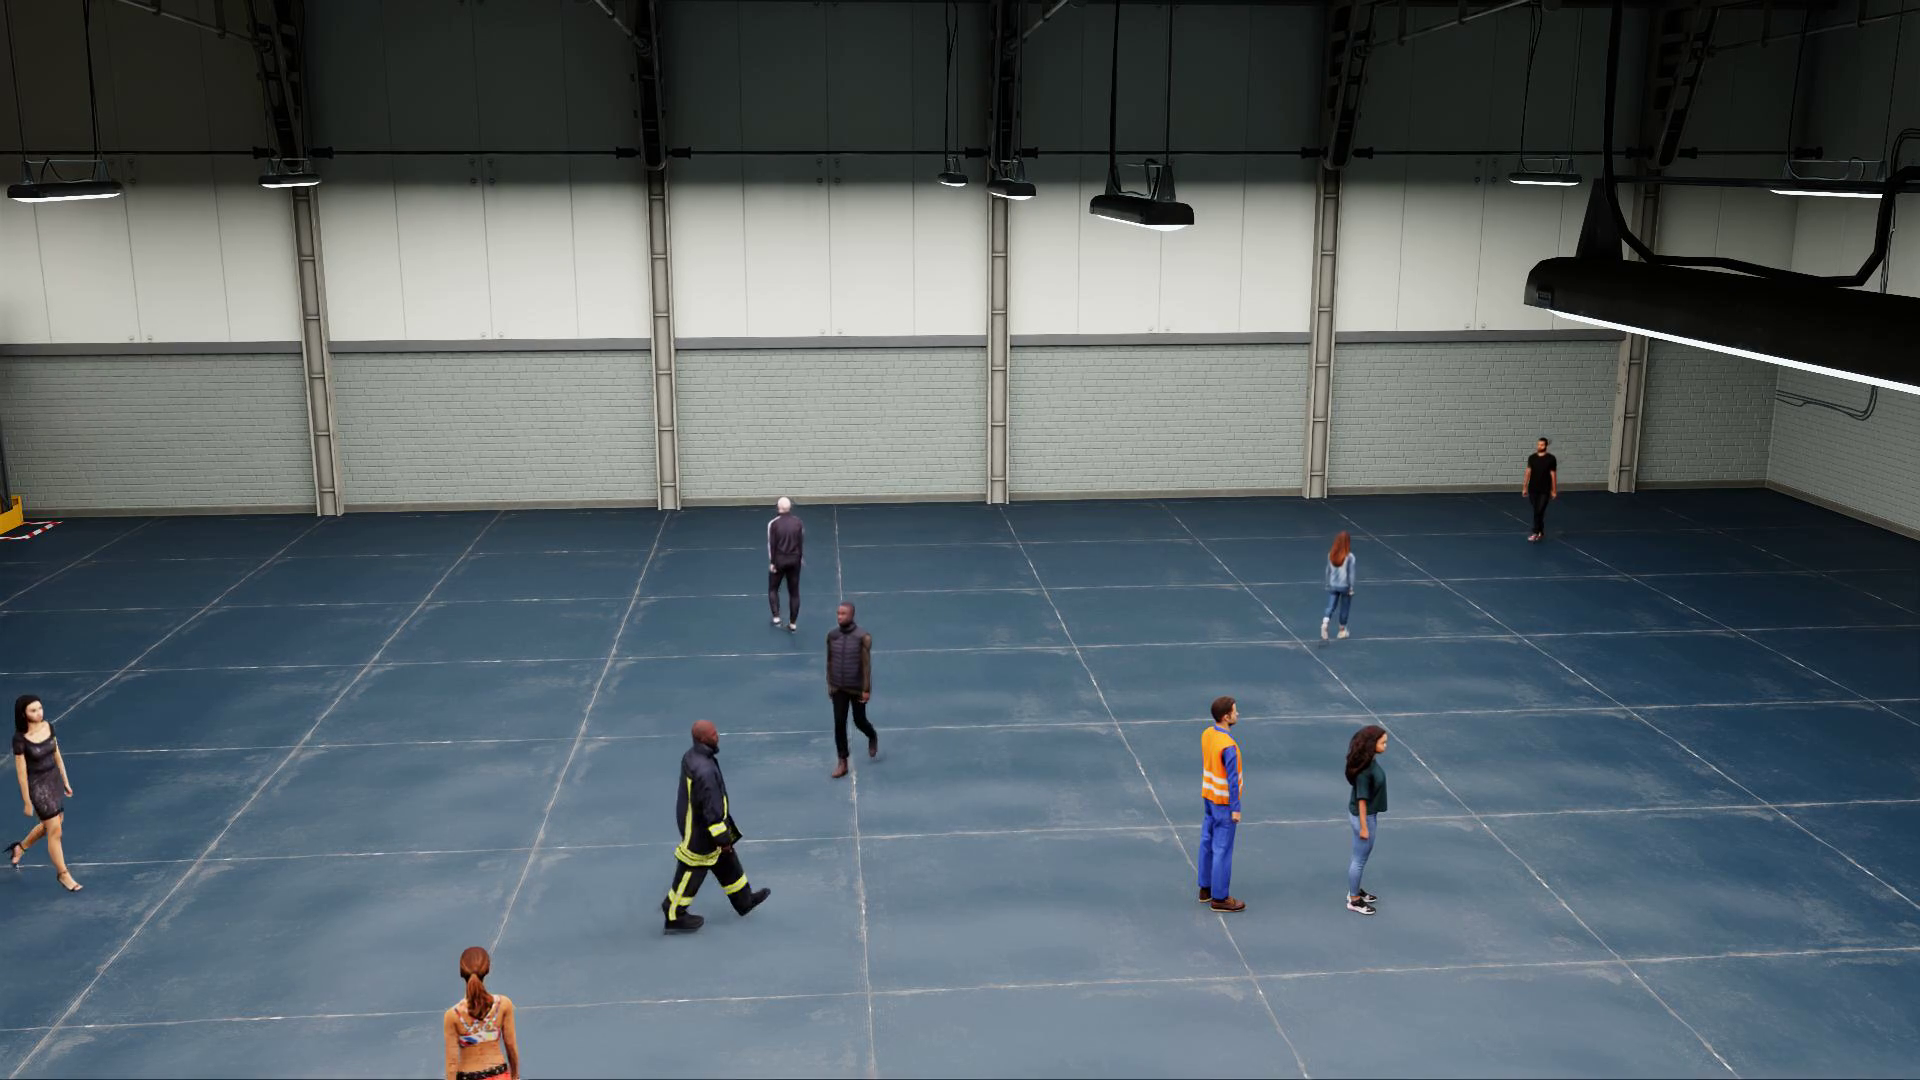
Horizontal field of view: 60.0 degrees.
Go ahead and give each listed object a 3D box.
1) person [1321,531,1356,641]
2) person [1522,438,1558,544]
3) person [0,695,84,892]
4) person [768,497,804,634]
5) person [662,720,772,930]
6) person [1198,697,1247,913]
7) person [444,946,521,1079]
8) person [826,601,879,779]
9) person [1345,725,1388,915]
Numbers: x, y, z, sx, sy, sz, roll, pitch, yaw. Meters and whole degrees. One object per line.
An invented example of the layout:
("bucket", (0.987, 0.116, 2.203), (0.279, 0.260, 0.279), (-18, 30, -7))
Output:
("person", (4.951, 0.627, 21.808), (0.887, 1.461, 0.933), (10, 16, 37))
("person", (9.619, -0.825, 27.473), (1.013, 1.733, 1.105), (13, 18, 43))
("person", (-7.988, 2.188, 14.387), (1.059, 1.766, 0.737), (2, 13, 9))
("person", (-2.287, 0.357, 22.180), (0.743, 1.819, 0.833), (-5, 14, -20))
("person", (-2.190, 2.358, 13.624), (1.217, 1.779, 0.906), (-4, 14, -16))
("person", (2.206, 2.211, 14.071), (0.687, 1.864, 0.737), (-4, 14, -18))
("person", (-2.750, 3.285, 9.697), (1.144, 1.747, 0.886), (-5, 14, -21))
("person", (-1.093, 1.516, 17.172), (1.096, 1.820, 1.045), (6, 14, 23))
("person", (3.418, 2.337, 14.079), (0.709, 1.616, 0.687), (4, 14, 17))
